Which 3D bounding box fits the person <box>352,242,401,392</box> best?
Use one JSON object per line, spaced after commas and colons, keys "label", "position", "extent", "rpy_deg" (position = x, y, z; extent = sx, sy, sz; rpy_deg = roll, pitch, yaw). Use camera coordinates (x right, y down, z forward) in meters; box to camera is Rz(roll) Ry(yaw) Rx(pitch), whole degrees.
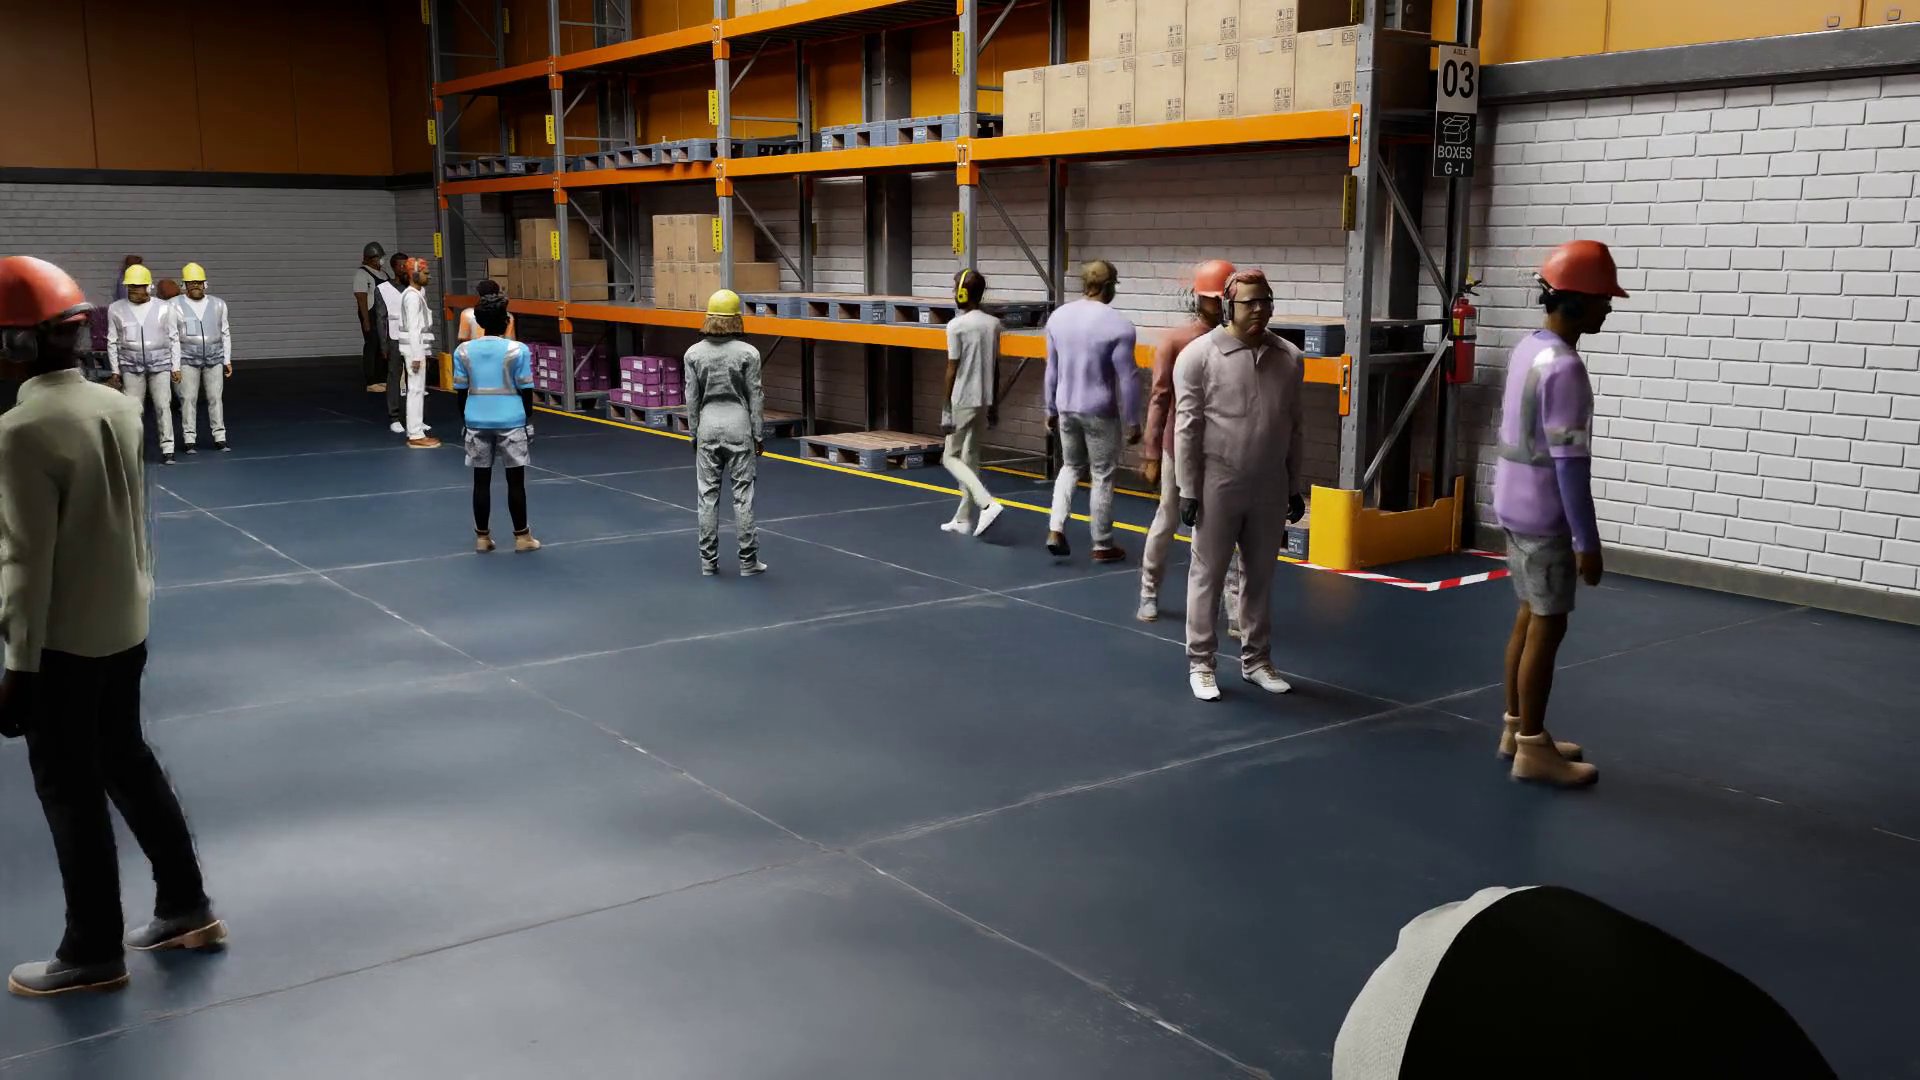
{"label": "person", "position": [-7.949, -3.055, 22.800], "extent": [0.538, 2.000, 0.687], "rpy_deg": [2, 10, 11]}

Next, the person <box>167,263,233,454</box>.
{"label": "person", "position": [-7.333, -1.746, 16.053], "extent": [0.592, 1.833, 0.404], "rpy_deg": [-7, 12, -36]}

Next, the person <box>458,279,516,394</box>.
{"label": "person", "position": [-4.597, -1.694, 16.197], "extent": [0.568, 1.669, 0.456], "rpy_deg": [-3, 11, -18]}

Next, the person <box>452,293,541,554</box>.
{"label": "person", "position": [-3.021, -0.750, 10.843], "extent": [0.535, 1.699, 0.321], "rpy_deg": [1, 10, 7]}

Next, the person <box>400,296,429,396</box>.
{"label": "person", "position": [-7.304, -2.731, 22.128], "extent": [0.509, 1.632, 0.265], "rpy_deg": [-7, 12, -35]}

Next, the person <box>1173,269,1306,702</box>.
{"label": "person", "position": [1.263, -0.241, 7.418], "extent": [0.641, 1.908, 0.407], "rpy_deg": [-4, 11, -20]}

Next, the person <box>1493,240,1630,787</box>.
{"label": "person", "position": [2.207, -0.087, 6.201], "extent": [0.406, 2.036, 0.646], "rpy_deg": [1, 10, 6]}

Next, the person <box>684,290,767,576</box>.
{"label": "person", "position": [-1.421, -0.645, 10.135], "extent": [0.487, 1.744, 0.297], "rpy_deg": [1, 10, 8]}

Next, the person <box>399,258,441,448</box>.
{"label": "person", "position": [-5.384, -1.850, 16.515], "extent": [0.356, 1.877, 0.603], "rpy_deg": [-4, 11, -20]}

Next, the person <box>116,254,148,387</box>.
{"label": "person", "position": [-11.633, -3.049, 23.249], "extent": [0.624, 1.870, 0.722], "rpy_deg": [-7, 12, -33]}

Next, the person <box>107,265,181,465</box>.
{"label": "person", "position": [-7.409, -1.579, 15.126], "extent": [0.600, 1.828, 0.404], "rpy_deg": [-4, 11, -23]}

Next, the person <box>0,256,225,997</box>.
{"label": "person", "position": [-2.347, 0.250, 4.475], "extent": [0.494, 1.987, 0.637], "rpy_deg": [0, 10, 1]}

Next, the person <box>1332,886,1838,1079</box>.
{"label": "person", "position": [0.472, 0.894, 0.987], "extent": [0.372, 1.934, 0.627], "rpy_deg": [-6, 12, -29]}

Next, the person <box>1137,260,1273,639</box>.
{"label": "person", "position": [1.233, -0.475, 8.668], "extent": [0.655, 1.945, 0.943], "rpy_deg": [-4, 11, -22]}

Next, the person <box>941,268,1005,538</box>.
{"label": "person", "position": [0.083, -0.925, 11.391], "extent": [0.551, 1.854, 0.679], "rpy_deg": [-10, 14, -43]}

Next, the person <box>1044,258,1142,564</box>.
{"label": "person", "position": [0.842, -0.792, 10.432], "extent": [0.679, 1.928, 0.490], "rpy_deg": [8, 13, 37]}

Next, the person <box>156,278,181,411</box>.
{"label": "person", "position": [-9.340, -2.314, 19.845], "extent": [0.524, 1.615, 0.475], "rpy_deg": [-10, 14, -44]}

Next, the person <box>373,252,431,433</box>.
{"label": "person", "position": [-6.005, -2.126, 17.933], "extent": [0.392, 1.922, 0.593], "rpy_deg": [8, 13, 38]}
